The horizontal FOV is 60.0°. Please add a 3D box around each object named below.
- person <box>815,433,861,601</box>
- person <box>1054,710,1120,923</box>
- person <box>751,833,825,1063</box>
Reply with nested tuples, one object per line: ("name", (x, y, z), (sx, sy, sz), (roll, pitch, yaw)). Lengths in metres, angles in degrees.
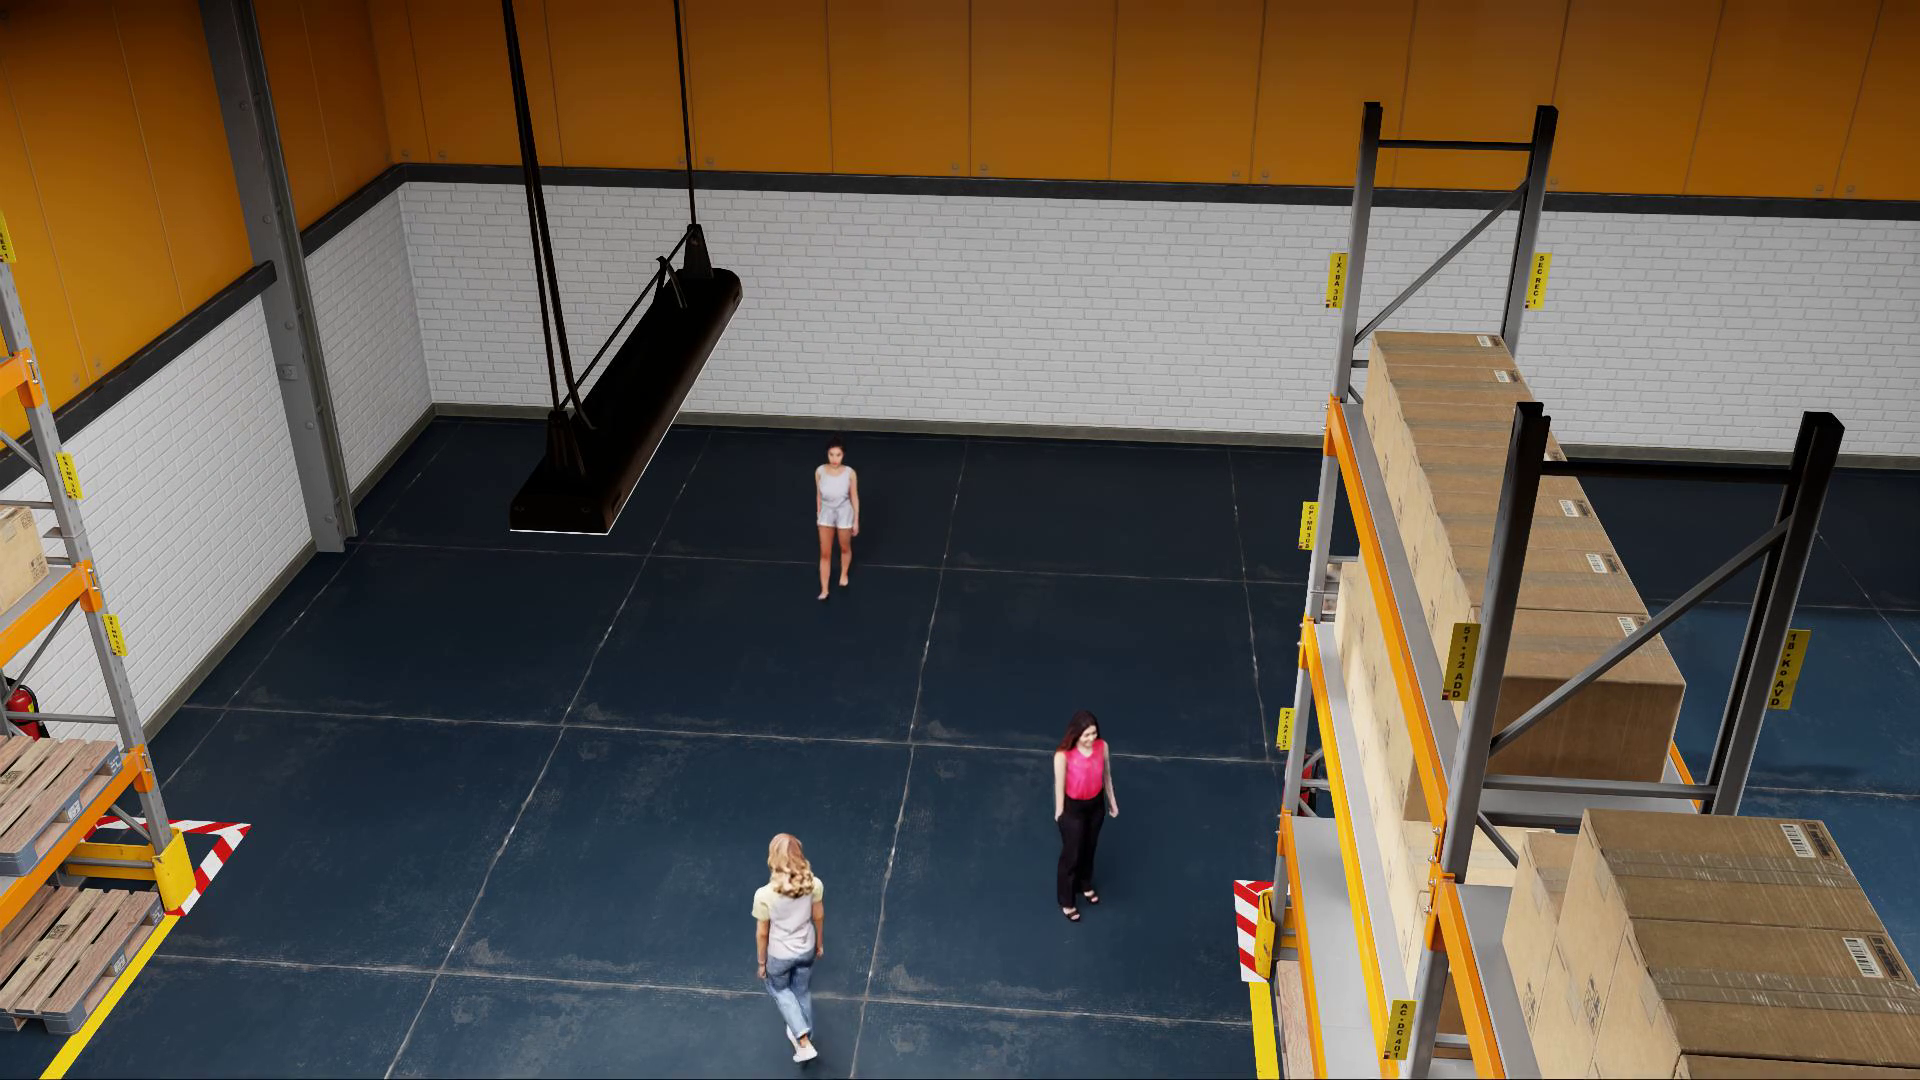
("person", (-1.163, -0.266, 15.968), (0.577, 1.598, 0.855), (3, 29, 6))
("person", (0.855, 1.905, 11.927), (0.715, 1.657, 0.767), (-18, 33, -29))
("person", (-1.033, 2.652, 10.502), (0.831, 1.709, 0.899), (-14, 32, -24))
